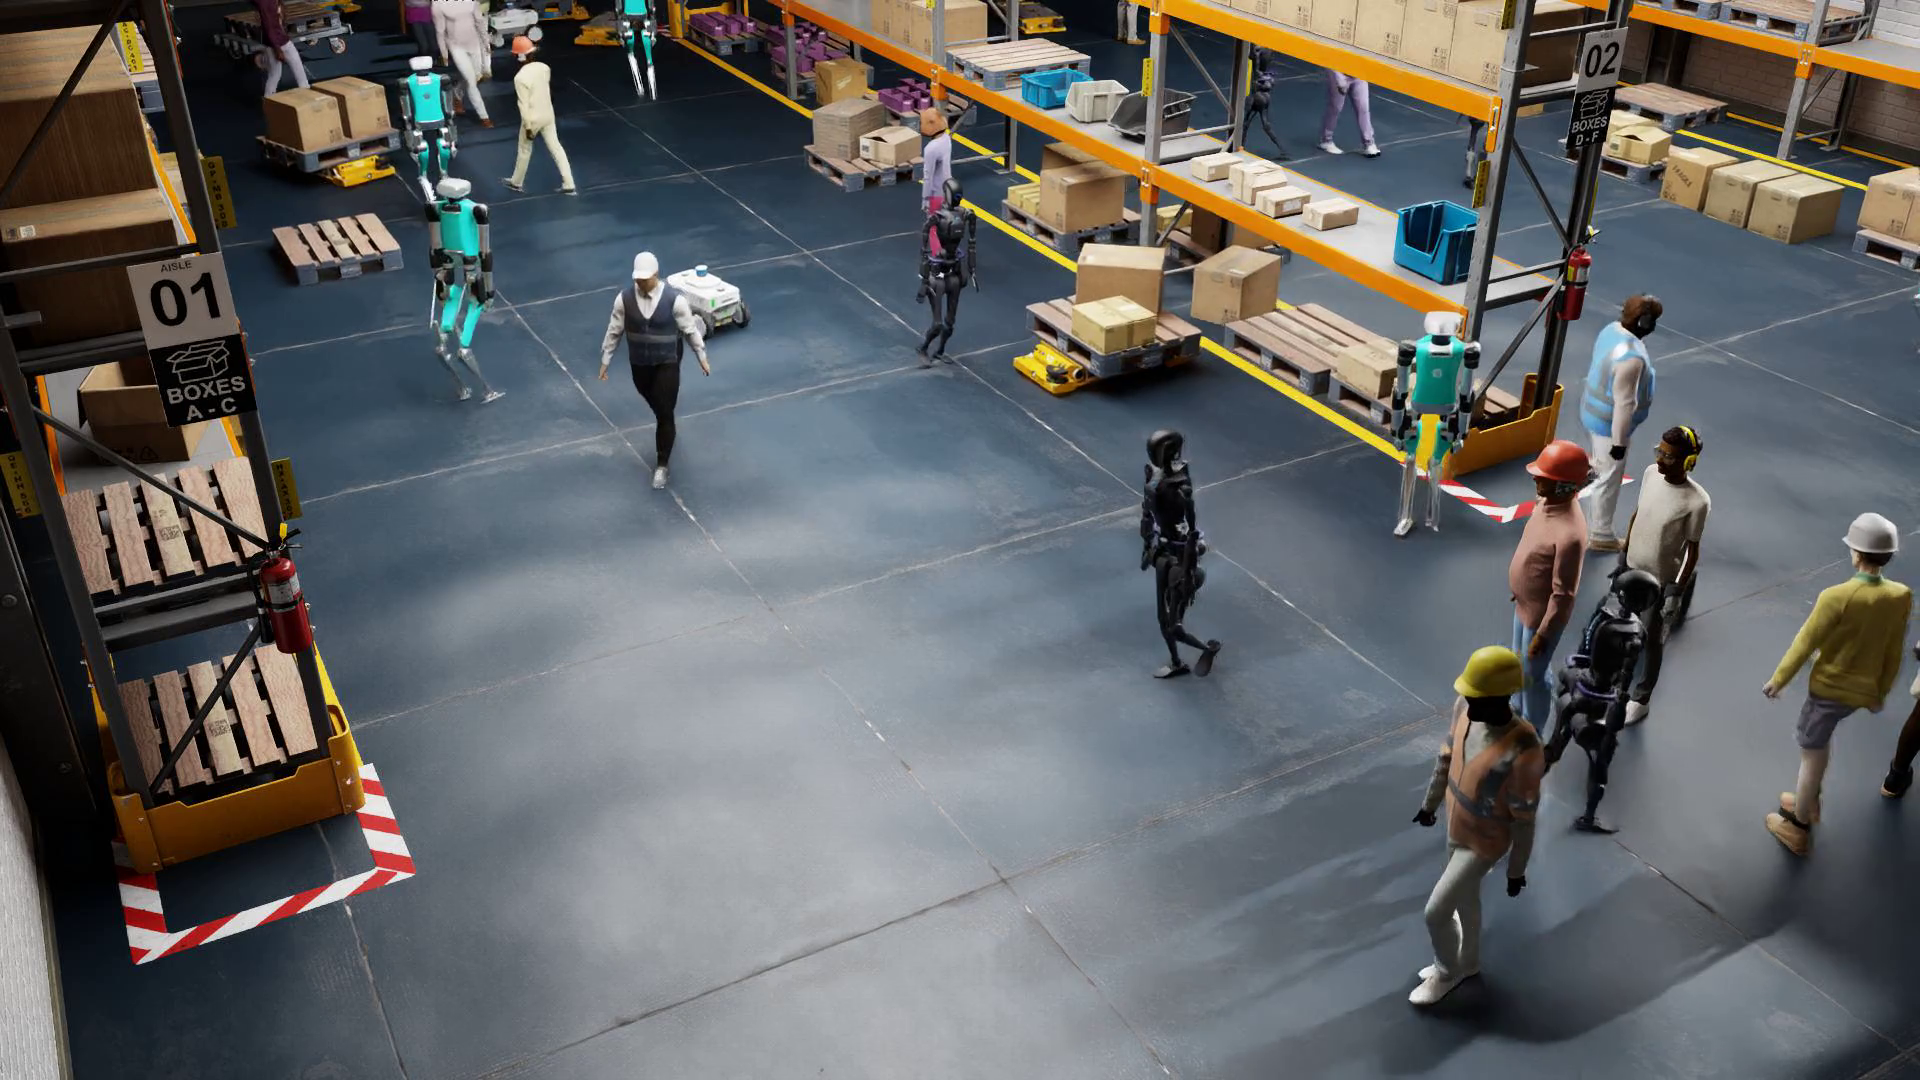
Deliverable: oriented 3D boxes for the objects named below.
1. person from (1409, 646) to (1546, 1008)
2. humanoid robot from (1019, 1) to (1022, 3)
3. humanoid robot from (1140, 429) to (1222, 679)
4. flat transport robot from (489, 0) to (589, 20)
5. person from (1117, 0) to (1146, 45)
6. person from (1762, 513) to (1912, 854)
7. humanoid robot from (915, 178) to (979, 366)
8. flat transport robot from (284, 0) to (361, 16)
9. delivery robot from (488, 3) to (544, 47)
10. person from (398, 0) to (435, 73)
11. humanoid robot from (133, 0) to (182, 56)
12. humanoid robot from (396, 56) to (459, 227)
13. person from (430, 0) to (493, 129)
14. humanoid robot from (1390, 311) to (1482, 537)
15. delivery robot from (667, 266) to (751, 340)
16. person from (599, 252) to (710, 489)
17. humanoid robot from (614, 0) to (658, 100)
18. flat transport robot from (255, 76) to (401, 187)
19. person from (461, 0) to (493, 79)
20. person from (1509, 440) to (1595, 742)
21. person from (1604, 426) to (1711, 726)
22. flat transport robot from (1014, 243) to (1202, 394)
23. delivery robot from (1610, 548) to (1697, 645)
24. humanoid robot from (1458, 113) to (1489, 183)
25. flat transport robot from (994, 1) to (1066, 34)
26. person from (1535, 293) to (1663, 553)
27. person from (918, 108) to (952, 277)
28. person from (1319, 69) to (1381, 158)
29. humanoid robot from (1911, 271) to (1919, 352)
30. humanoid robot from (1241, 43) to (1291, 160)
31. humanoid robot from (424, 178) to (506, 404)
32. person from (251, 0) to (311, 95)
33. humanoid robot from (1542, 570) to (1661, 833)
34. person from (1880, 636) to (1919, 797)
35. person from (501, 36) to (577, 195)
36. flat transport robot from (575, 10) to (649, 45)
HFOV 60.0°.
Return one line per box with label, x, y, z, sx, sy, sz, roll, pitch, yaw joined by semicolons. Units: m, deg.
person;2.255;1.303;7.493;0.582;1.905;0.623;-6;30;-11
humanoid robot;0.952;-9.248;26.090;0.325;1.651;0.598;-11;32;-18
humanoid robot;1.304;0.087;9.849;0.439;1.633;0.600;-13;32;-22
flat transport robot;-6.467;-8.096;25.503;1.431;0.231;0.659;-10;31;-17
person;2.473;-8.100;23.880;0.353;1.896;0.560;-14;33;-23
person;4.475;0.739;8.526;0.545;1.859;0.550;-6;30;-10
humanoid robot;-0.130;-2.227;13.884;0.589;1.643;0.370;-19;35;-30
flat transport robot;-10.080;-8.208;25.698;0.659;0.231;1.431;24;38;36
delivery robot;-6.489;-7.502;24.150;0.737;0.564;0.499;-18;35;-29
person;-6.941;-6.723;21.545;0.657;1.822;0.547;24;38;36
humanoid robot;-10.614;-6.826;21.887;0.609;1.644;0.371;-14;33;-23
humanoid robot;-5.423;-4.087;17.047;0.535;1.802;0.650;-12;32;-20
person;-6.095;-6.009;20.241;0.663;1.898;0.845;-25;38;-36
humanoid robot;3.175;-0.799;11.357;0.546;1.805;0.799;5;30;8
delivery robot;-2.277;-2.143;14.867;0.811;0.609;0.499;26;39;38
person;-2.244;-1.338;12.285;0.776;1.718;0.901;3;30;6
humanoid robot;-4.124;-6.488;21.308;0.537;1.854;0.735;-5;30;-8
flat transport robot;-7.127;-4.304;18.901;1.431;0.231;0.659;22;37;34
person;-6.491;-7.066;22.183;0.429;1.810;0.710;16;33;25
person;3.135;0.362;9.049;0.376;1.995;0.608;3;30;6
person;3.917;0.199;9.456;0.329;1.873;0.512;-11;32;-19
flat transport robot;1.235;-1.575;14.151;1.431;0.231;0.659;-15;33;-25
delivery robot;4.427;0.280;10.629;0.499;0.587;0.789;14;33;23
humanoid robot;5.795;-4.719;18.238;0.601;1.642;0.469;11;32;19
flat transport robot;1.052;-7.912;25.183;0.659;0.231;1.431;-9;31;-15
person;4.355;-0.799;11.256;0.591;1.816;0.683;5;30;9
person;-0.227;-3.282;15.753;0.301;1.622;0.508;12;32;19
person;4.497;-5.269;19.000;0.675;1.851;0.865;-15;33;-25
humanoid robot;8.437;-2.360;14.058;0.539;1.810;0.663;-7;31;-12
humanoid robot;3.462;-5.140;18.994;0.754;1.633;0.593;10;31;17
humanoid robot;-4.047;-1.930;13.318;0.545;1.780;0.788;6;30;10
person;-8.304;-6.104;20.404;0.926;1.904;0.507;6;30;11
humanoid robot;3.234;0.822;8.618;0.671;1.641;0.615;5;30;9
person;5.313;0.608;8.670;0.388;1.950;0.613;-26;39;-38
person;-4.605;-4.569;17.917;0.899;1.701;0.558;15;33;24
flat transport robot;-5.135;-7.568;24.584;0.659;0.231;1.431;5;30;8
